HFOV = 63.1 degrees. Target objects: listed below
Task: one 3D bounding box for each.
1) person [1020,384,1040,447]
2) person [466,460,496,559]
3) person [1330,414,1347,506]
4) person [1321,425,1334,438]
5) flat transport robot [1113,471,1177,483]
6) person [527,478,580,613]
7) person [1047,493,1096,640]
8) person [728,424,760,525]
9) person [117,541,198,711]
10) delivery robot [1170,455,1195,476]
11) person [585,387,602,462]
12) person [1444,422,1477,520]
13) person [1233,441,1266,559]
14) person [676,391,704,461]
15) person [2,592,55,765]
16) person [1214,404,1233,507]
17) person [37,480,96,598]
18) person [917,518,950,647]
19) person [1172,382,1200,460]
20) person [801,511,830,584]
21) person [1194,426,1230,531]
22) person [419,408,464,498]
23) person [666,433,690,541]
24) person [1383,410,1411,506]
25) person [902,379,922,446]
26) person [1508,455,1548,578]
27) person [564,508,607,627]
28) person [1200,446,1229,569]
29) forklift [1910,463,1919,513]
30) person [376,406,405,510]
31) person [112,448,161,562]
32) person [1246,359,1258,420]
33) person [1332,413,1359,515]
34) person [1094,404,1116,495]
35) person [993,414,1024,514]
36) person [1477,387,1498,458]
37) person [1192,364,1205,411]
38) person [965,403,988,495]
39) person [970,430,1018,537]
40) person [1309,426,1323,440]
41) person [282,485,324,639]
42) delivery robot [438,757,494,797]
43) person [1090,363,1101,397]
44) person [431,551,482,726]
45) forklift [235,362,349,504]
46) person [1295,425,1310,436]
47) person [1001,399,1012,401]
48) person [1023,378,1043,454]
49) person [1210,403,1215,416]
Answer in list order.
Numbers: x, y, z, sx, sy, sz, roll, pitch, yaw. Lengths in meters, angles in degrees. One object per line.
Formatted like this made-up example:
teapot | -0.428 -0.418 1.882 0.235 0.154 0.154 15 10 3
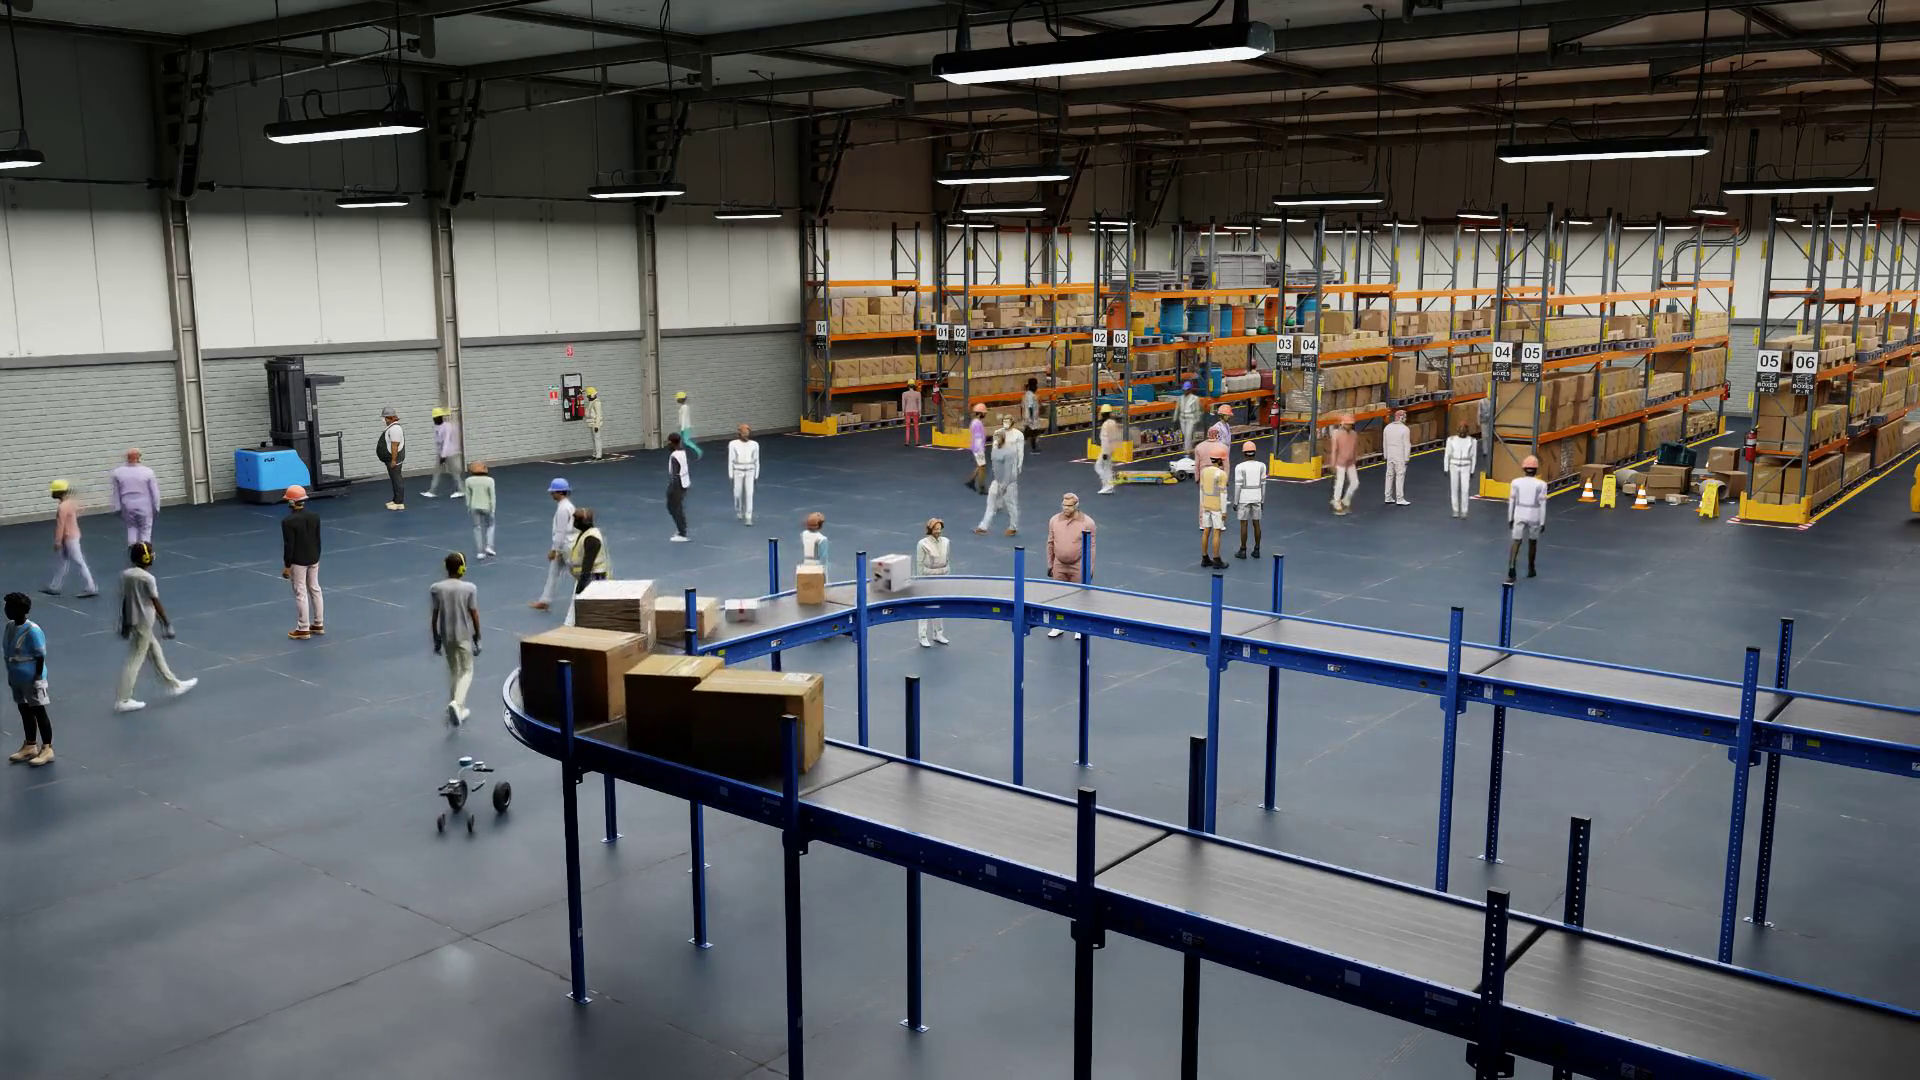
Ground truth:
person | 1.865 -3.325 41.510 0.853 1.663 0.538 -8 13 -39
person | -7.871 -0.507 25.754 0.500 1.618 0.429 0 10 0
person | 7.663 -1.619 31.389 0.517 1.842 0.325 -7 12 -35
person | 10.201 -3.702 43.137 0.429 1.841 0.631 -9 13 -41
flat transport robot | 4.077 -1.400 34.701 1.431 0.197 0.652 0 10 2
person | -5.471 0.088 21.662 1.020 1.898 0.606 -3 10 -15
person | 1.417 0.335 20.221 0.650 1.904 0.401 4 11 22
person | -4.026 -1.231 29.133 0.601 1.873 0.614 -3 10 -15
person | -8.892 0.916 17.183 0.549 1.819 0.968 7 12 36
delivery robot | 5.084 -1.653 35.060 0.707 0.478 0.477 -3 11 -18
person | -8.950 -2.825 38.239 0.404 1.822 0.586 -5 11 -25
person | 9.477 -1.309 29.658 0.584 1.836 0.963 3 11 17
person | 4.755 -0.662 25.766 0.543 1.928 0.373 -2 10 -13
person | -6.629 -2.741 38.014 0.724 1.749 0.527 -3 11 -19
person | -9.066 1.335 15.176 0.540 1.696 0.316 6 12 29
person | 5.242 -1.684 31.187 0.368 2.046 0.608 5 11 26
person | -13.018 -0.008 22.656 0.861 1.728 0.542 -3 11 -19
person | -0.333 0.529 19.880 0.523 1.636 0.310 -8 13 -39
person | 5.540 -2.928 38.593 0.651 1.894 0.986 8 13 38
person | -1.946 0.431 20.509 0.518 1.616 0.750 9 14 42
person | 4.579 -1.114 28.367 0.652 1.906 0.404 5 11 25
person | -10.672 -1.774 32.161 0.596 1.876 0.949 9 13 41
person | -4.965 -0.921 27.306 0.495 1.905 0.599 0 10 -2
person | 8.809 -1.660 31.464 0.400 1.902 0.643 -6 12 -31
person | -1.281 -3.390 41.569 0.527 1.772 0.306 0 10 -2
person | 8.717 -0.350 24.052 0.557 1.915 0.812 6 12 31
person | -4.713 0.491 19.649 0.964 1.792 0.637 -4 11 -23
person | 4.068 -0.526 24.968 0.376 1.939 0.547 -7 12 -33
forklift | 19.034 -1.348 28.998 2.313 2.155 1.214 8 13 37
person | -11.262 -1.621 30.965 0.536 2.000 0.679 -4 11 -22
person | -13.222 -0.542 25.193 0.668 1.887 0.441 -2 10 -10
person | 8.942 -4.600 48.002 0.538 1.911 0.921 8 13 37
person | 7.419 -1.455 30.083 0.659 1.974 0.488 -5 11 -27
person | 3.040 -1.898 32.772 0.472 1.908 0.602 4 11 20
person | 0.924 -1.468 30.271 0.627 1.941 0.371 3 11 17
person | 13.163 -2.943 38.906 0.612 1.816 0.489 5 11 24
person | 7.316 -4.482 47.663 0.982 1.795 0.585 -10 14 -43
person | 0.430 -1.907 32.765 0.508 1.927 0.564 0 10 1
person | 0.642 -0.980 27.636 0.977 1.893 0.661 -6 12 -31
person | 8.931 -3.012 39.156 0.514 1.872 0.328 9 13 40
person | -8.543 0.273 20.308 0.375 1.997 0.608 4 11 20
delivery robot | -4.312 2.018 13.666 0.335 0.223 0.698 1 10 8
person | 4.342 -4.906 49.328 0.614 2.043 0.374 8 13 37
person | -5.290 1.049 16.408 0.508 1.843 0.714 0 10 1
forklift | -13.803 -2.244 32.110 1.129 2.768 1.873 8 13 37
person | 9.710 -3.903 43.845 0.629 1.980 0.609 9 14 42
person | 1.401 -4.518 47.440 0.632 1.940 0.372 10 14 43
person | 1.754 -3.162 39.789 0.679 1.946 0.611 0 10 0
person | 8.021 -4.765 49.730 0.505 1.618 0.333 8 13 36
